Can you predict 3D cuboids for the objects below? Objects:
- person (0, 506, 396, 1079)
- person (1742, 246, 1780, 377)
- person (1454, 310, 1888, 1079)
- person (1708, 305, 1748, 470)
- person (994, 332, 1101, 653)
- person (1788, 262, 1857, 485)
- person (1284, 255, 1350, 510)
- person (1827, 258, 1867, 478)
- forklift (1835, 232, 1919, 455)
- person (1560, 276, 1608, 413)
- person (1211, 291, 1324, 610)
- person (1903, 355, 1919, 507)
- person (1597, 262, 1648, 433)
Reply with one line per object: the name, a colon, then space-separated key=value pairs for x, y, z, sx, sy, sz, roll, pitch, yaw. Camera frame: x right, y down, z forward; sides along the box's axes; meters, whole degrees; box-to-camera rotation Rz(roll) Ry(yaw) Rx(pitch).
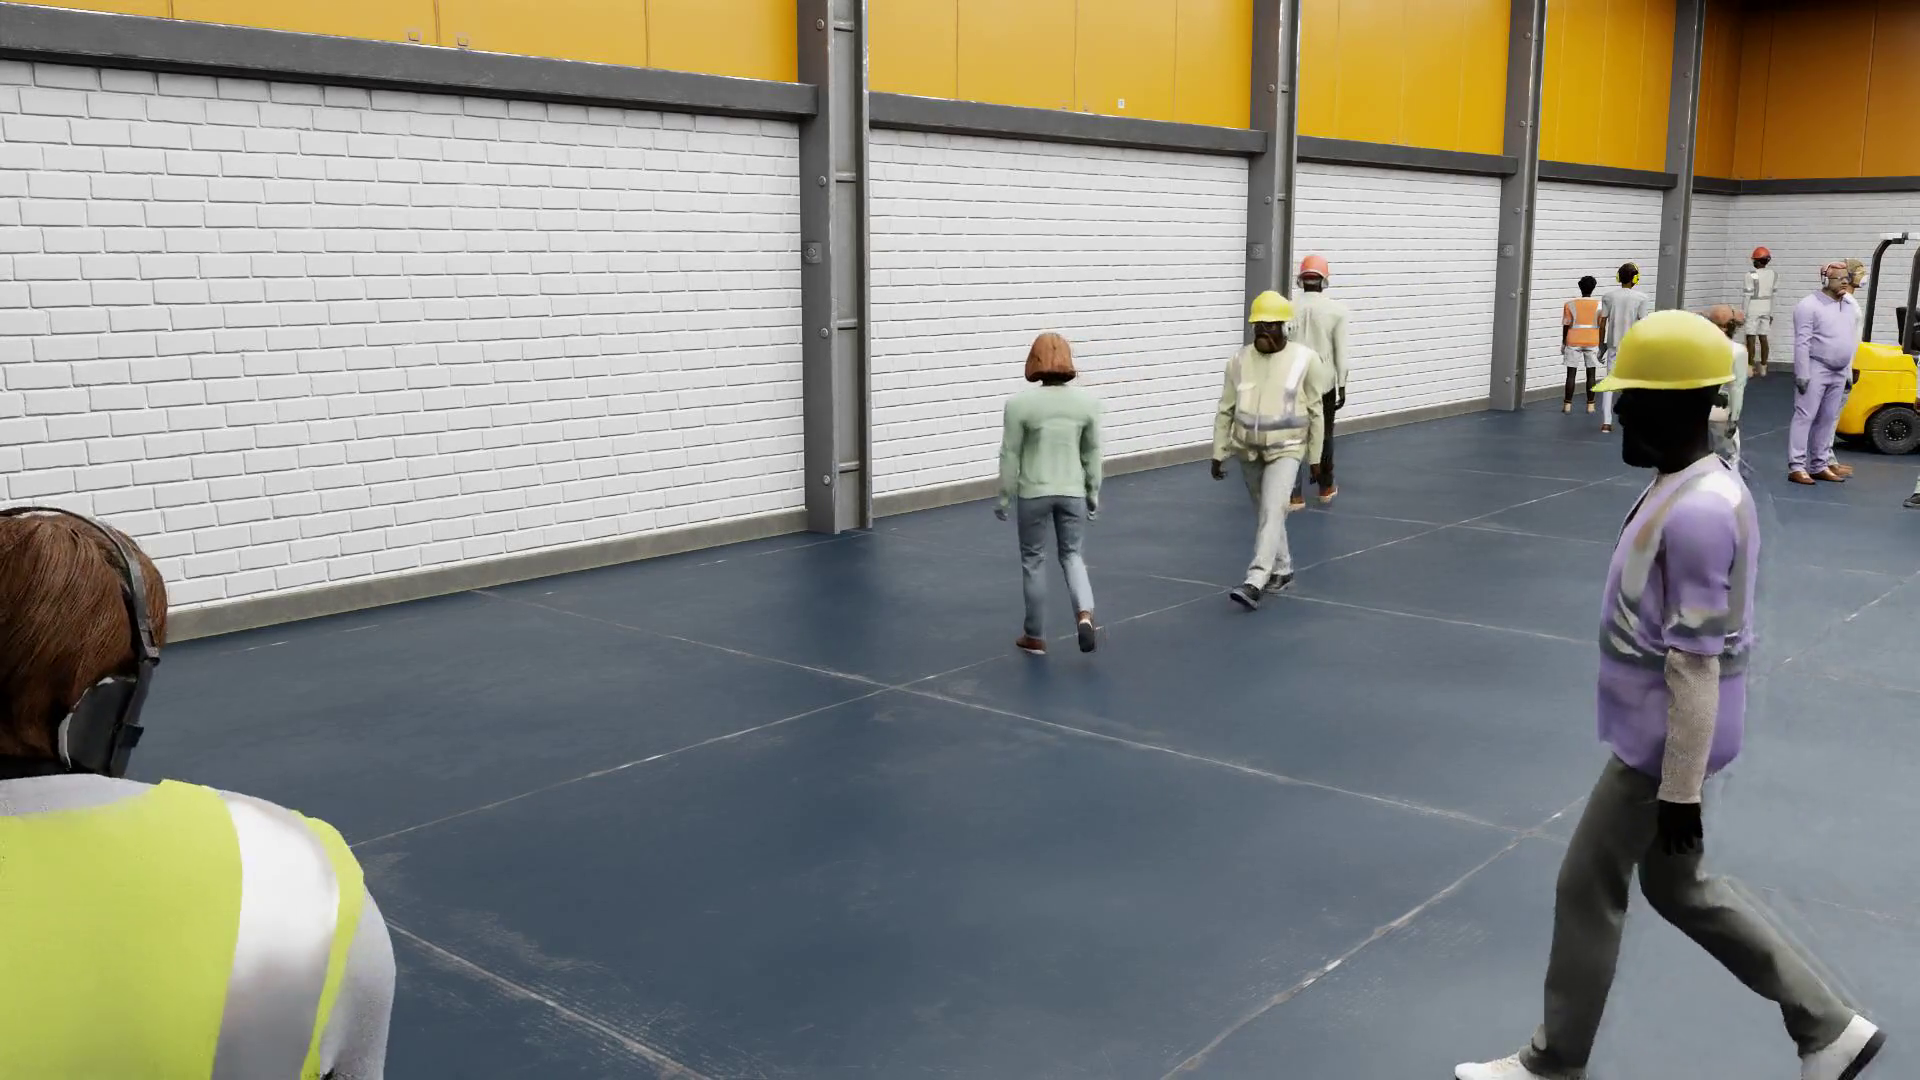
person: x=-0.777 y=0.884 z=1.451 sx=0.646 sy=1.804 sz=0.510 roll=-7 pitch=12 yaw=-34
person: x=12.517 y=-3.572 z=26.122 sx=0.607 sy=2.048 sz=0.366 roll=-3 pitch=10 yaw=-15
person: x=1.662 y=0.429 z=3.782 sx=0.866 sy=1.898 sz=0.598 roll=4 pitch=11 yaw=22
person: x=5.542 y=-0.901 z=12.148 sx=0.741 sy=1.605 sz=0.506 roll=-7 pitch=12 yaw=-36
person: x=0.449 y=-0.209 z=8.188 sx=0.521 sy=1.621 sz=0.537 roll=-3 pitch=10 yaw=-17
person: x=7.470 y=-1.434 z=14.350 sx=0.639 sy=1.911 sz=0.402 roll=-4 pitch=11 yaw=-22
person: x=2.764 y=-1.241 z=13.085 sx=0.637 sy=1.956 sz=0.929 roll=4 pitch=11 yaw=22
person: x=7.849 y=-1.534 z=14.829 sx=0.372 sy=1.940 sz=0.632 roll=5 pitch=11 yaw=28
forklift: x=9.955 y=-1.972 z=16.595 sx=2.313 sy=2.155 sz=1.214 roll=1 pitch=10 yaw=8
person: x=7.663 y=-2.396 z=20.447 sx=0.535 sy=1.691 sz=0.319 roll=2 pitch=10 yaw=14
person: x=1.729 y=-0.519 z=9.492 sx=0.613 sy=1.779 sz=0.940 roll=7 pitch=12 yaw=34
person: x=7.666 y=-1.133 z=12.844 sx=0.404 sy=1.835 sz=0.586 roll=-6 pitch=12 yaw=-33
person: x=7.275 y=-2.104 z=18.270 sx=0.526 sy=1.869 sz=0.315 roll=7 pitch=12 yaw=36
